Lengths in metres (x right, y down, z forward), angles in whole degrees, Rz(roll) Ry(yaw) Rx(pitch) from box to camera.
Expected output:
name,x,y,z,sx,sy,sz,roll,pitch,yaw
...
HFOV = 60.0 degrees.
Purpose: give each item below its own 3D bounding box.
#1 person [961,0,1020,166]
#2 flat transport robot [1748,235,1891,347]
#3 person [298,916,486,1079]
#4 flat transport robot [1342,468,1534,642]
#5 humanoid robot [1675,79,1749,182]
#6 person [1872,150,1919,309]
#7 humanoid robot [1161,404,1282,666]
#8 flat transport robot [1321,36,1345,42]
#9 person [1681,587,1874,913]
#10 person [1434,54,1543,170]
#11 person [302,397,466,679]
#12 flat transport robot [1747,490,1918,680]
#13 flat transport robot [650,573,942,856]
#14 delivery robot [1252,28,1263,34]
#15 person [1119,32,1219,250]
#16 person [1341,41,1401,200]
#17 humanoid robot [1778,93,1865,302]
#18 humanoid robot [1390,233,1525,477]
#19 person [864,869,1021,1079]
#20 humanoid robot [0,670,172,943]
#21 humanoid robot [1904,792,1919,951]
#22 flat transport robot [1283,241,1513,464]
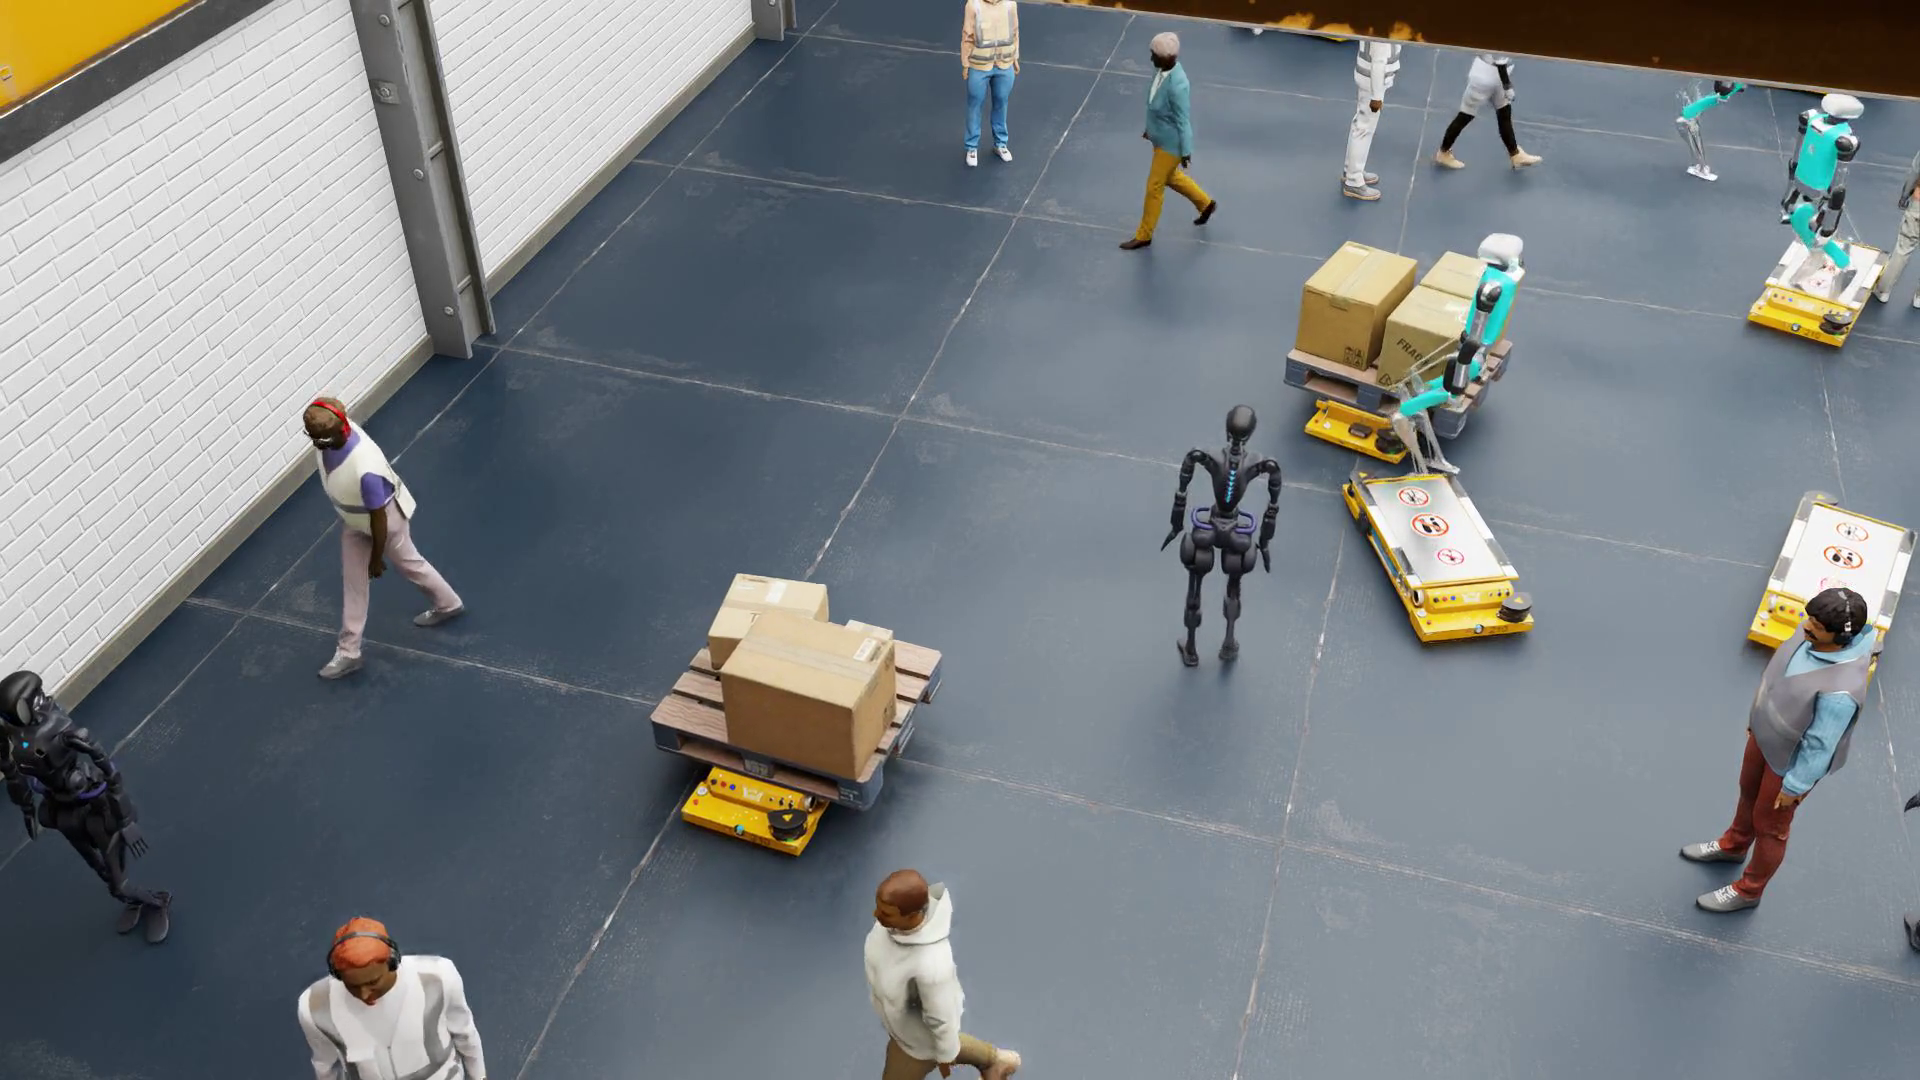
name,x,y,z,sx,sy,sz,roll,pitch,yaw
person,0.248,-3.953,13.757,0.496,1.727,0.371,-11,40,-13
flat transport robot,6.419,-1.909,12.379,0.659,0.231,1.431,24,45,27
person,-2.071,2.005,6.240,0.576,1.862,0.708,-10,40,-12
flat transport robot,2.833,0.047,9.945,0.659,0.231,1.431,-5,39,-7
humanoid robot,6.158,-3.797,13.547,0.615,1.787,0.533,28,47,31
person,7.018,-2.427,11.935,0.514,1.633,0.313,15,41,17
humanoid robot,1.384,-0.014,8.895,0.594,1.650,0.321,5,39,7
flat transport robot,3.866,-5.363,16.675,0.659,0.231,1.431,26,46,29
person,3.761,0.951,7.544,0.415,1.873,0.534,2,39,3
person,4.416,-3.736,13.545,0.898,1.651,0.534,19,43,22
person,-3.198,-0.071,8.889,0.643,1.772,0.951,29,47,31
flat transport robot,5.117,0.232,9.715,0.659,0.231,1.431,22,44,25
flat transport robot,-0.837,1.010,8.748,0.659,0.231,1.431,14,41,17
delivery robot,3.091,-5.378,16.463,0.768,0.591,0.499,-27,46,-29
person,1.639,-3.041,12.621,0.772,1.721,0.556,-9,40,-11
person,3.315,-3.658,13.266,0.344,1.882,0.584,6,39,7
humanoid robot,6.162,-2.297,11.728,0.800,1.804,0.530,-9,40,-11
humanoid robot,2.958,-1.105,10.172,0.704,1.747,0.530,22,44,25
person,-0.114,1.848,6.533,0.820,1.743,0.531,-15,41,-18
humanoid robot,-3.915,1.181,7.408,0.589,1.646,0.355,5,39,6
humanoid robot,4.589,1.185,7.405,0.610,1.656,0.385,13,41,16
flat transport robot,2.942,-1.023,11.277,0.659,0.231,1.431,23,44,26
